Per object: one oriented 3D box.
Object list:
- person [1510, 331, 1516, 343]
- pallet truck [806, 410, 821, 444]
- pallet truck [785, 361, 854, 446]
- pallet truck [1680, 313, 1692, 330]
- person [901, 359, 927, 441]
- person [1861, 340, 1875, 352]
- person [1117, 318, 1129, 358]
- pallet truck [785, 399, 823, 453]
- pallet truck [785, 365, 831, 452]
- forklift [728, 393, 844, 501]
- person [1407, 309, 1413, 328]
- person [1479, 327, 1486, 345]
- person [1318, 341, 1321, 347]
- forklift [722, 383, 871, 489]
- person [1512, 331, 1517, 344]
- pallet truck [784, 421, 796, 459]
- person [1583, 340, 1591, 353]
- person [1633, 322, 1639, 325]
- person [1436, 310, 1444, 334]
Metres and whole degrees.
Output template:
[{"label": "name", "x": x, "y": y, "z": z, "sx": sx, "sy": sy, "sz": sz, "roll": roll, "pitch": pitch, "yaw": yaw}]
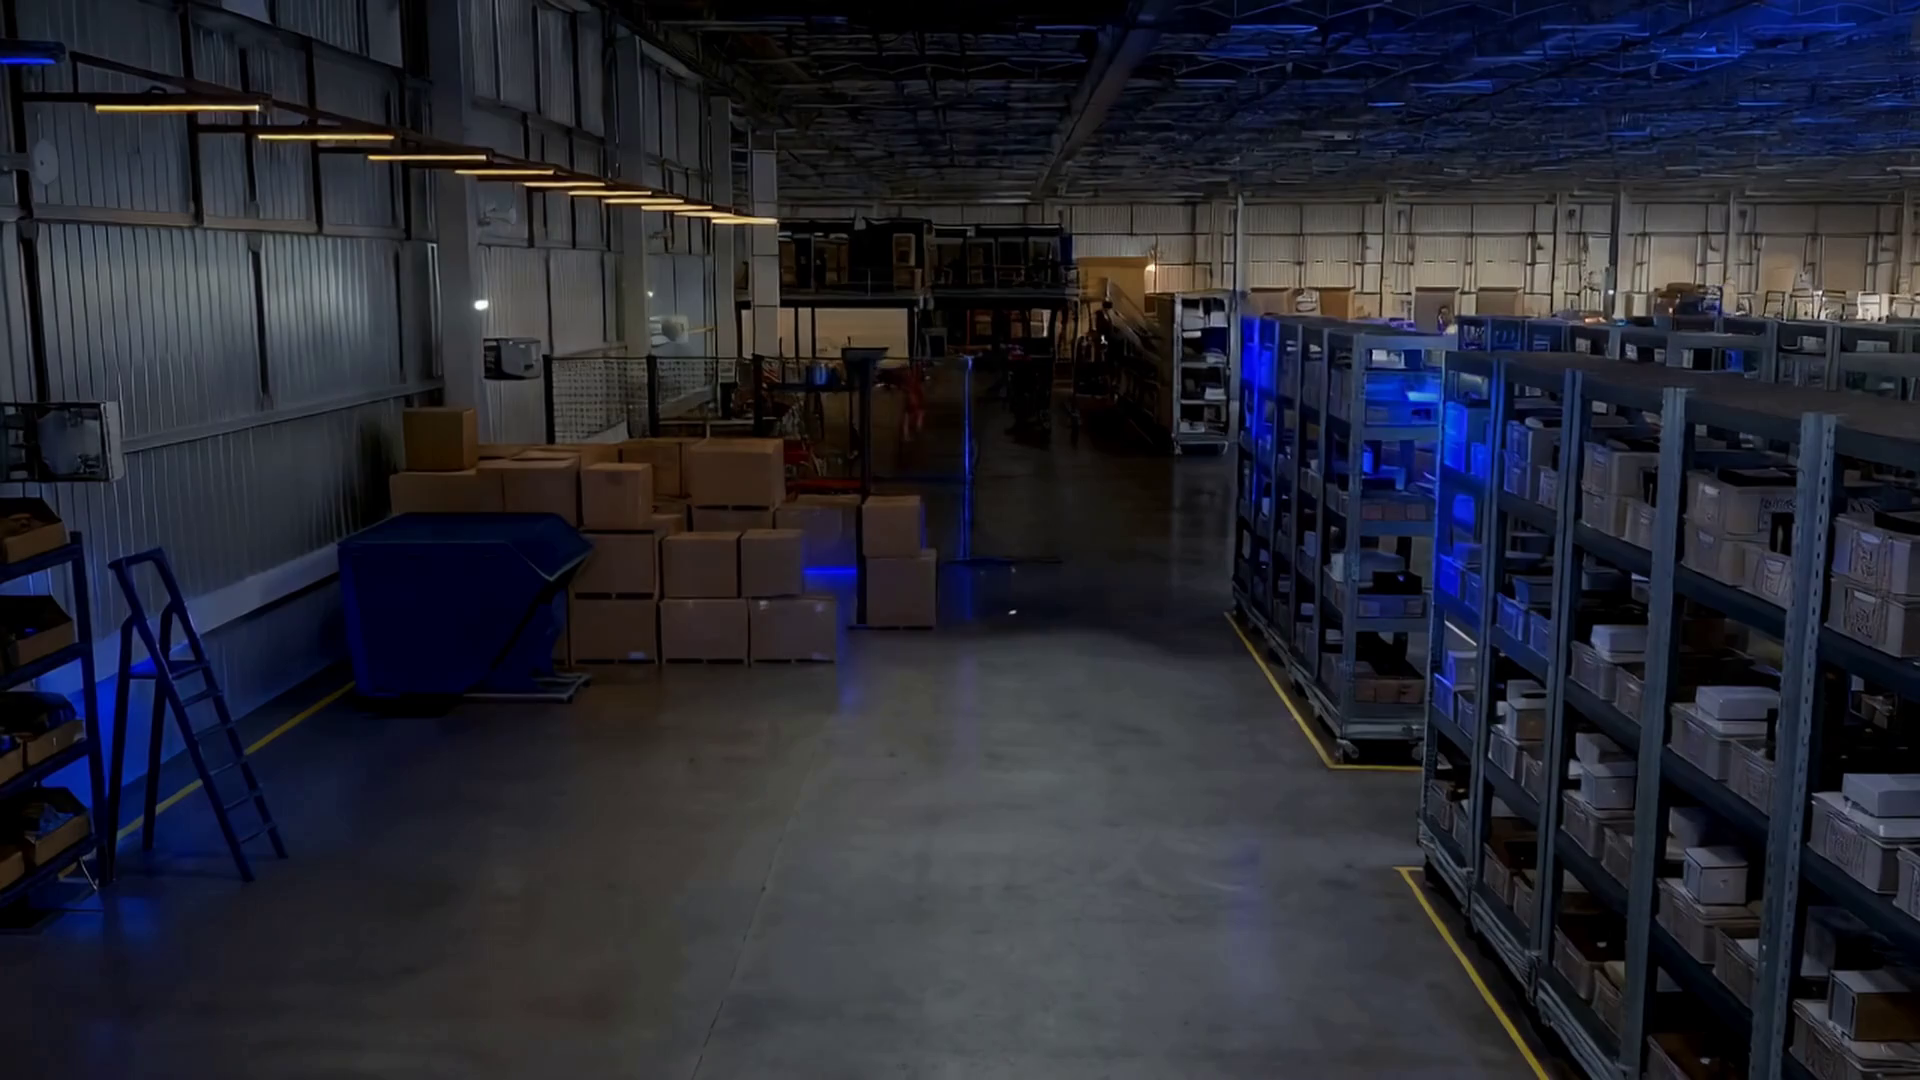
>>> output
[{"label": "person", "x": 25.959, "y": -9.373, "z": 77.728, "sx": 0.981, "sy": 1.788, "sz": 0.540, "roll": -4, "pitch": 10, "yaw": -24}, {"label": "pallet truck", "x": -3.559, "y": -2.018, "z": 33.905, "sx": 1.522, "sy": 1.261, "sz": 0.704, "roll": 0, "pitch": 9, "yaw": -1}, {"label": "pallet truck", "x": -3.410, "y": -3.193, "z": 38.978, "sx": 1.885, "sy": 1.965, "sz": 0.823, "roll": 0, "pitch": 9, "yaw": -1}, {"label": "pallet truck", "x": 36.315, "y": -10.531, "z": 84.244, "sx": 0.823, "sy": 1.965, "sz": 1.885, "roll": -6, "pitch": 11, "yaw": -33}, {"label": "person", "x": -1.082, "y": -3.364, "z": 39.967, "sx": 0.636, "sy": 2.015, "sz": 0.768, "roll": -9, "pitch": 13, "yaw": -44}, {"label": "person", "x": 32.530, "y": -6.502, "z": 59.572, "sx": 0.547, "sy": 1.938, "sz": 0.377, "roll": -3, "pitch": 10, "yaw": -19}, {"label": "person", "x": 7.659, "y": -9.469, "z": 78.037, "sx": 0.575, "sy": 1.885, "sz": 0.355, "roll": 3, "pitch": 10, "yaw": 19}, {"label": "pallet truck", "x": -3.814, "y": -2.432, "z": 36.419, "sx": 1.630, "sy": 1.274, "sz": 0.653, "roll": 0, "pitch": 9, "yaw": 1}, {"label": "pallet truck", "x": -3.774, "y": -2.976, "z": 37.635, "sx": 1.885, "sy": 1.965, "sz": 0.823, "roll": 1, "pitch": 9, "yaw": 5}, {"label": "forklift", "x": -2.979, "y": -1.316, "z": 26.476, "sx": 2.680, "sy": 1.987, "sz": 1.157, "roll": 0, "pitch": 9, "yaw": 1}, {"label": "person", "x": 25.595, "y": -12.176, "z": 94.634, "sx": 0.395, "sy": 1.920, "sz": 0.585, "roll": 5, "pitch": 11, "yaw": 30}, {"label": "person", "x": 24.551, "y": -9.494, "z": 78.025, "sx": 0.372, "sy": 1.940, "sz": 0.627, "roll": 9, "pitch": 13, "yaw": 42}, {"label": "person", "x": 14.283, "y": -7.376, "z": 65.023, "sx": 0.545, "sy": 1.926, "sz": 0.397, "roll": -1, "pitch": 9, "yaw": -6}, {"label": "forklift", "x": -2.893, "y": -1.687, "z": 28.729, "sx": 2.680, "sy": 1.987, "sz": 1.157, "roll": 0, "pitch": 9, "yaw": -1}, {"label": "person", "x": 20.018, "y": -6.544, "z": 59.740, "sx": 0.371, "sy": 1.966, "sz": 0.608, "roll": -4, "pitch": 10, "yaw": -21}, {"label": "pallet truck", "x": -4.013, "y": -1.793, "z": 32.705, "sx": 1.601, "sy": 1.201, "sz": 0.680, "roll": 0, "pitch": 9, "yaw": 1}, {"label": "person", "x": 24.387, "y": -7.239, "z": 64.748, "sx": 0.839, "sy": 1.727, "sz": 0.546, "roll": 8, "pitch": 12, "yaw": 42}, {"label": "person", "x": 29.054, "y": -8.413, "z": 71.420, "sx": 0.370, "sy": 1.916, "sz": 0.597, "roll": 2, "pitch": 9, "yaw": 11}, {"label": "person", "x": 26.398, "y": -11.678, "z": 91.464, "sx": 0.399, "sy": 1.949, "sz": 0.605, "roll": 0, "pitch": 9, "yaw": -2}]
